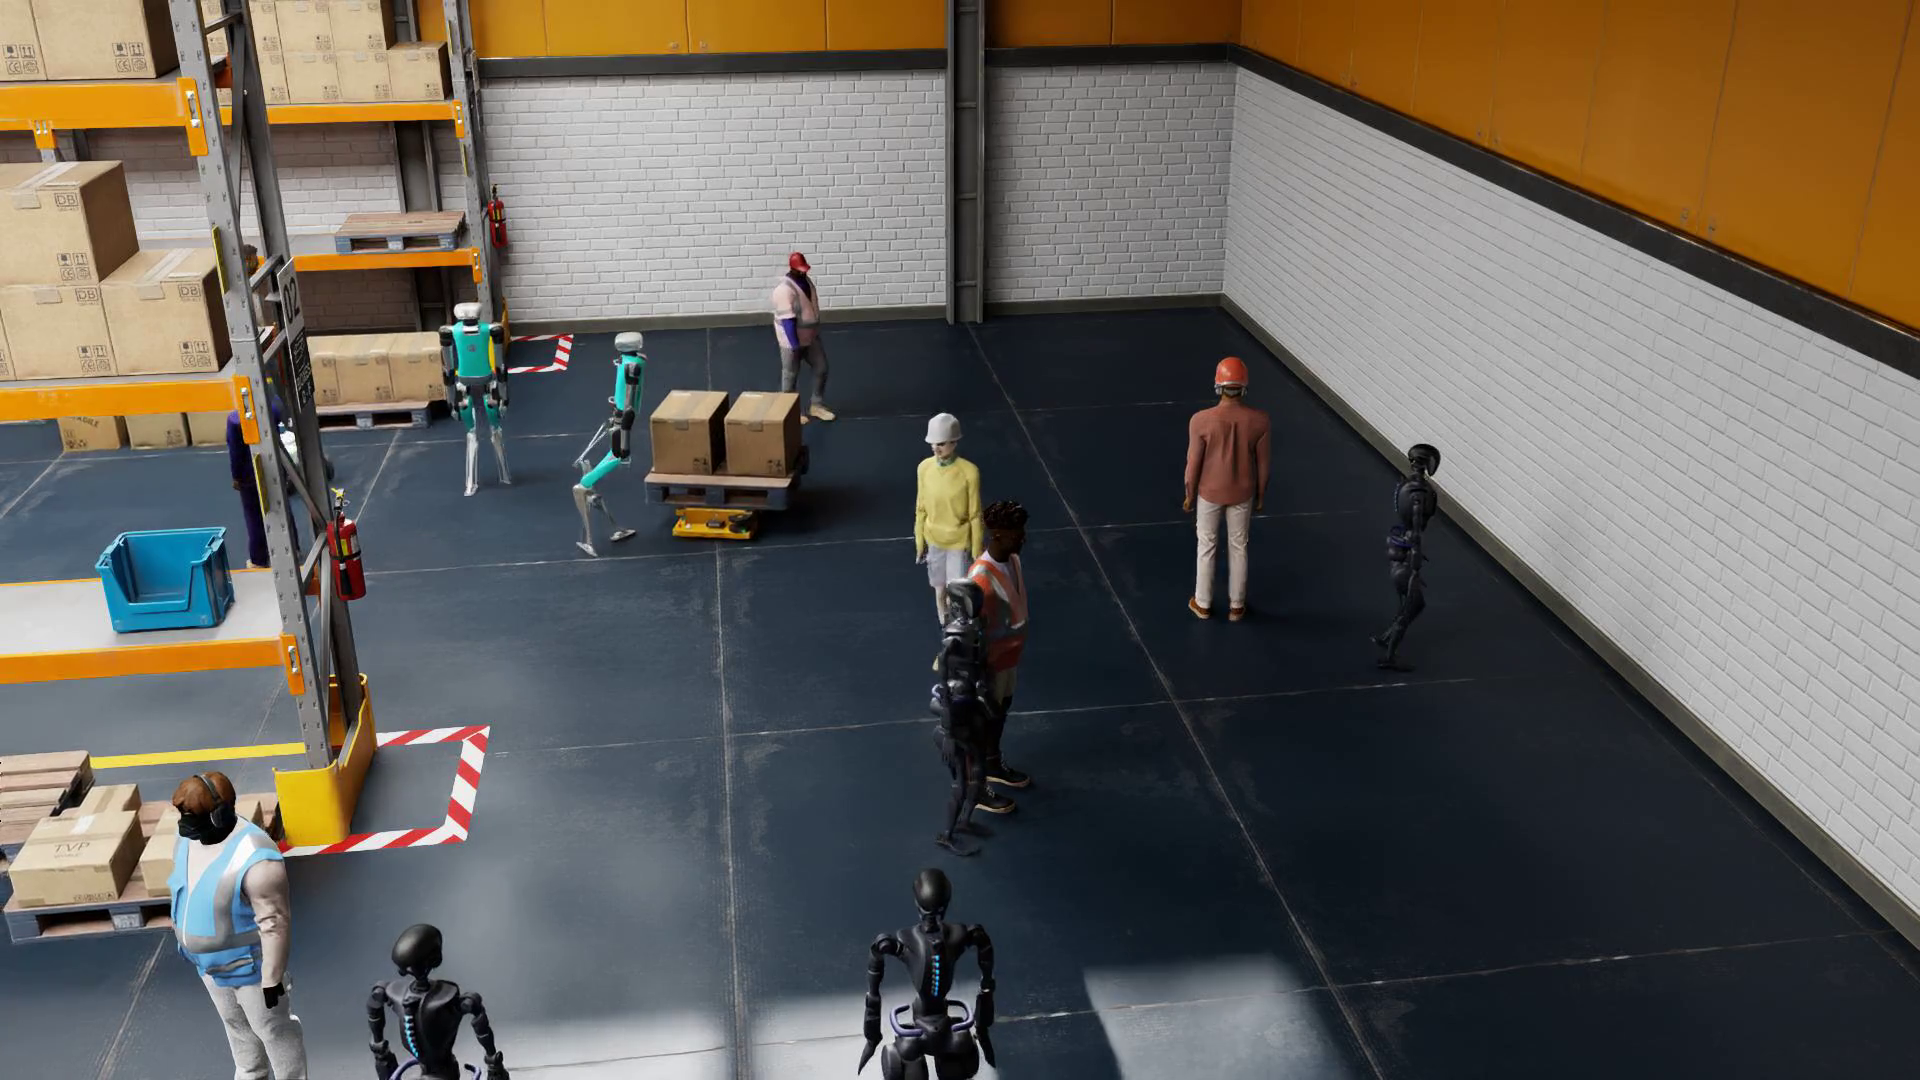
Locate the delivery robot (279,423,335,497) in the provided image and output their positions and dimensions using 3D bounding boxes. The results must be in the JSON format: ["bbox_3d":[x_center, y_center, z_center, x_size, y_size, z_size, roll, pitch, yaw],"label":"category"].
[{"bbox_3d":[-5.968,-0.726,14.715,0.812,0.611,0.499,14,27,29],"label":"delivery robot"}]

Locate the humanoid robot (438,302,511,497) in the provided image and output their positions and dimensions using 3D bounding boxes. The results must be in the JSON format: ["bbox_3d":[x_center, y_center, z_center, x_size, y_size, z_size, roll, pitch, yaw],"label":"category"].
[{"bbox_3d":[-4.187,-1.253,14.453,0.538,1.791,0.783,-7,25,-15],"label":"humanoid robot"}]

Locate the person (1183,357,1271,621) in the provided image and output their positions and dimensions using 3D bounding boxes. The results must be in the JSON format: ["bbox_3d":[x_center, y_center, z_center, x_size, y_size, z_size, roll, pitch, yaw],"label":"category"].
[{"bbox_3d":[1.926,-0.359,12.072,0.628,1.992,0.394,-2,24,-5],"label":"person"}]

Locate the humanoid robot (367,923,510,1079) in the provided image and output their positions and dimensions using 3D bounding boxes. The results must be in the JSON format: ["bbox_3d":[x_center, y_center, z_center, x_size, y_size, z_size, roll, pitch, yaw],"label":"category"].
[{"bbox_3d":[-2.033,2.196,6.649,0.599,1.641,0.630,5,24,11],"label":"humanoid robot"}]

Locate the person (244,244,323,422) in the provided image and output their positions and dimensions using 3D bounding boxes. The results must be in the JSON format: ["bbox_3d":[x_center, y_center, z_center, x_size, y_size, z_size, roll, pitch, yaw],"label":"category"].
[{"bbox_3d":[-6.531,-1.872,15.711,0.755,1.841,0.525,-7,25,-15],"label":"person"}]

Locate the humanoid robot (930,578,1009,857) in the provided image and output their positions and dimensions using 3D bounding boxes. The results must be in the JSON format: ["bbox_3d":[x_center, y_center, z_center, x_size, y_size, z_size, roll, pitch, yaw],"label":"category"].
[{"bbox_3d":[0.038,0.986,9.402,0.333,1.654,0.600,12,26,25],"label":"humanoid robot"}]

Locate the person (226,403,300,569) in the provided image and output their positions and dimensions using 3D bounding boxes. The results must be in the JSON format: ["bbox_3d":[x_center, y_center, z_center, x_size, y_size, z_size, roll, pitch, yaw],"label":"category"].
[{"bbox_3d":[-5.461,-0.541,12.948,0.386,1.612,0.484,14,28,30],"label":"person"}]

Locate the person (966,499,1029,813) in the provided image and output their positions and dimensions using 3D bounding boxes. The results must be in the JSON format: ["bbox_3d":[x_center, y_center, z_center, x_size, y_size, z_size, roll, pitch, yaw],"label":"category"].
[{"bbox_3d":[0.217,0.665,9.784,0.368,1.958,0.604,8,25,18],"label":"person"}]

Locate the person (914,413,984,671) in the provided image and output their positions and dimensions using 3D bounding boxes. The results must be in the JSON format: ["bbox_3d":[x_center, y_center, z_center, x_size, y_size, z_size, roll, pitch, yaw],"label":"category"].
[{"bbox_3d":[-0.091,0.027,11.328,0.503,1.878,0.443,11,26,23],"label":"person"}]

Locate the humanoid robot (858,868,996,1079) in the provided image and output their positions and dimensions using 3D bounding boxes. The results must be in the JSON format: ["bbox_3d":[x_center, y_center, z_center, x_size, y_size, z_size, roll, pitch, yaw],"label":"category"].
[{"bbox_3d":[-0.143,2.064,6.954,0.585,1.644,0.602,-5,24,-12],"label":"humanoid robot"}]

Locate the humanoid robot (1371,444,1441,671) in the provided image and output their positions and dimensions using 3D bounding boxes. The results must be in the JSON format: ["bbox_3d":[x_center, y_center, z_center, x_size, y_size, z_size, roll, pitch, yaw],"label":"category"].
[{"bbox_3d":[3.060,0.120,11.366,0.358,1.640,0.591,4,24,9],"label":"humanoid robot"}]

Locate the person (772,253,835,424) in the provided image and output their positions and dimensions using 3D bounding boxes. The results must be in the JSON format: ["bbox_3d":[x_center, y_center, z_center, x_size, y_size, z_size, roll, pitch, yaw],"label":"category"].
[{"bbox_3d":[-1.491,-1.917,15.961,0.631,1.721,0.611,14,28,30],"label":"person"}]

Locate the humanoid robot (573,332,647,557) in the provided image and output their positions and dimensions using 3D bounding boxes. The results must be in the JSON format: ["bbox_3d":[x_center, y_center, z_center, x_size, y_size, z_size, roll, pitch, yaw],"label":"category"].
[{"bbox_3d":[-2.901,-0.764,13.312,0.881,1.769,0.588,-5,24,-11],"label":"humanoid robot"}]

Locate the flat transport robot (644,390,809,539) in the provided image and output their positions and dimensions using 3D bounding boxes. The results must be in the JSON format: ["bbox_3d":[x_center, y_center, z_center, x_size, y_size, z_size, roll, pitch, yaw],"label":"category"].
[{"bbox_3d":[-1.963,-0.366,14.231,0.659,0.231,1.431,2,24,5],"label":"flat transport robot"}]

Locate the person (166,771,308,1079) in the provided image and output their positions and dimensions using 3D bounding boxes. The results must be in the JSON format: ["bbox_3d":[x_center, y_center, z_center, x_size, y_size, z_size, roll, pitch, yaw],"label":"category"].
[{"bbox_3d":[-3.167,1.827,7.280,0.626,1.844,0.429,14,27,29],"label":"person"}]
